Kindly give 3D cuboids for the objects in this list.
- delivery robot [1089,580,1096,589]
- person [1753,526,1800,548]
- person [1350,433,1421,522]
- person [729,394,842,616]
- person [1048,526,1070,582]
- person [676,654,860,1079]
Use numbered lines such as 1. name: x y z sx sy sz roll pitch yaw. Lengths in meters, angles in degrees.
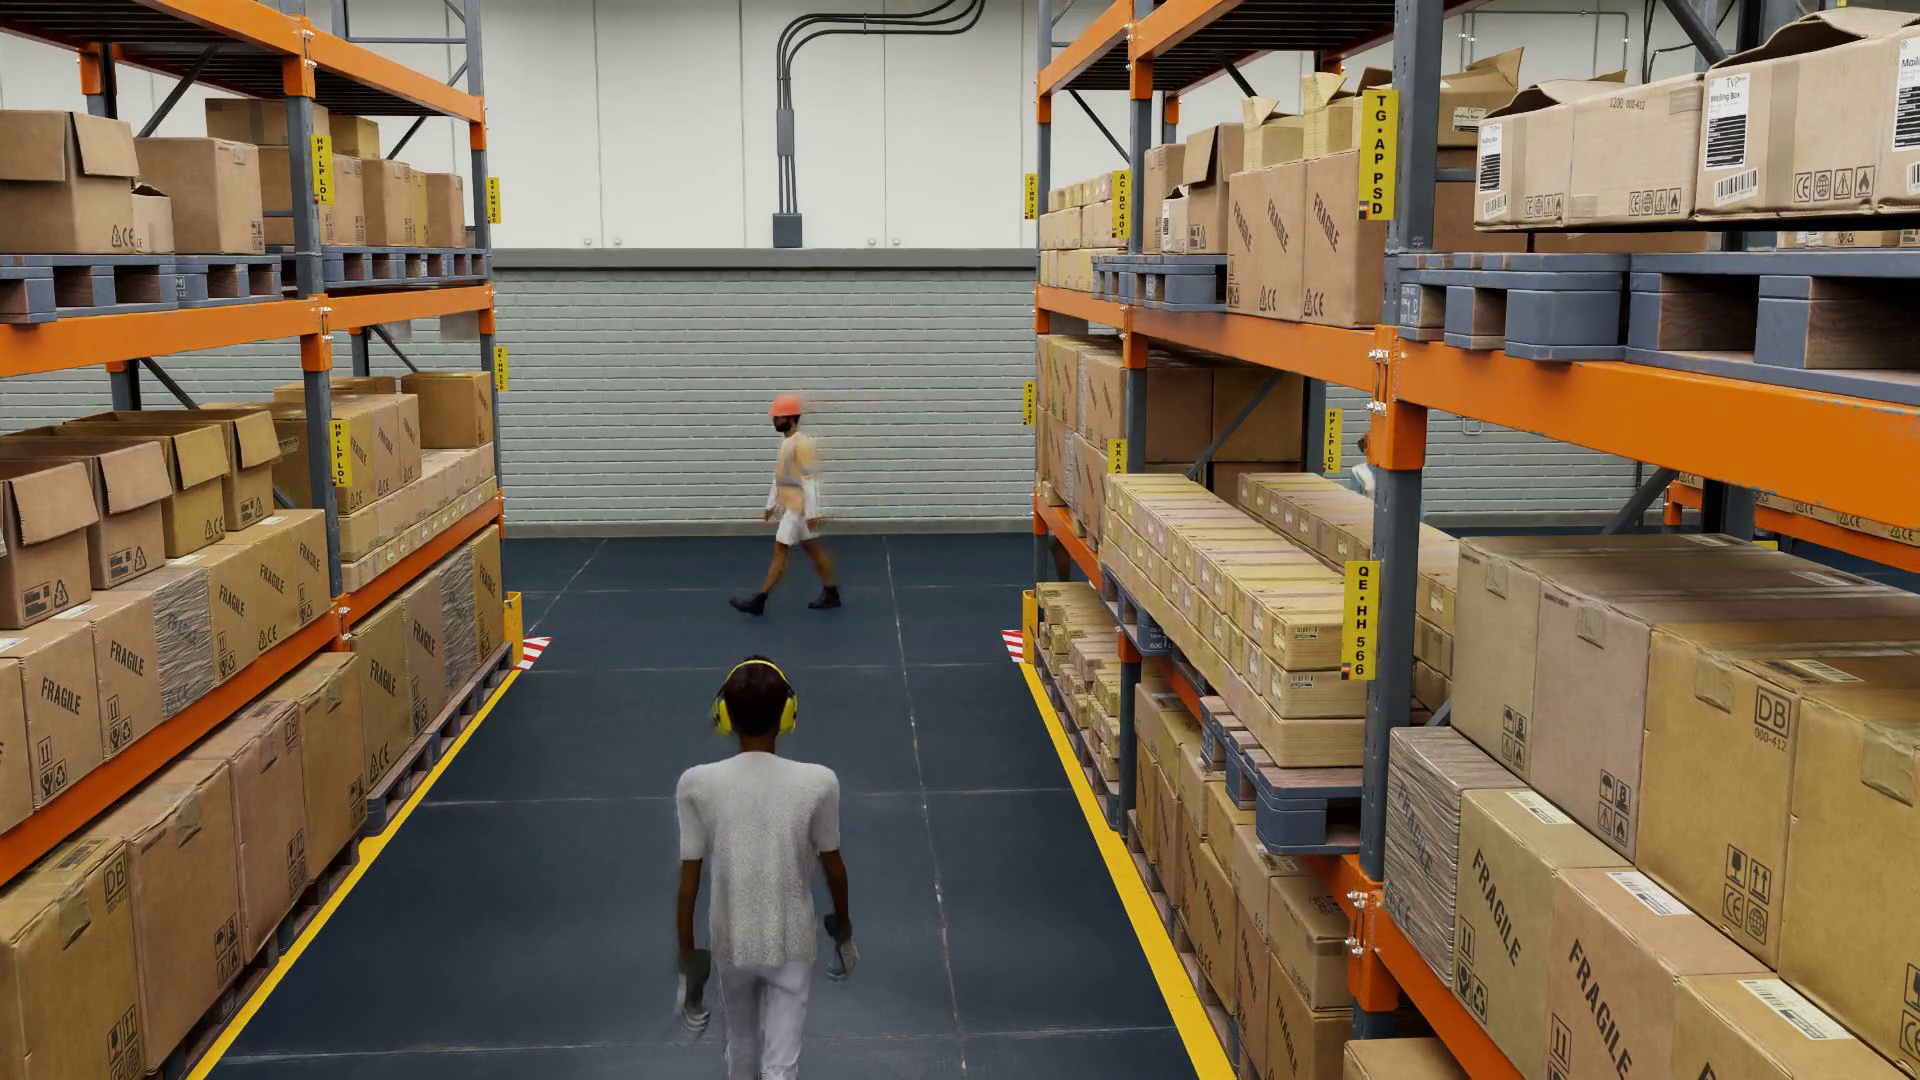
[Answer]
1. delivery robot: 1.382 0.403 13.666 0.477 0.478 0.707 -7 12 -36
2. person: 8.612 -0.845 17.468 0.632 1.861 0.983 -2 10 -11
3. person: 3.509 -0.089 13.750 0.594 1.610 0.371 4 10 23
4. person: -1.465 -0.297 14.179 1.017 1.881 0.560 -3 10 -19
5. person: 0.842 -0.308 14.232 0.620 1.894 0.555 -6 12 -34
6. person: -0.586 1.254 5.199 0.514 1.829 0.939 1 10 6
